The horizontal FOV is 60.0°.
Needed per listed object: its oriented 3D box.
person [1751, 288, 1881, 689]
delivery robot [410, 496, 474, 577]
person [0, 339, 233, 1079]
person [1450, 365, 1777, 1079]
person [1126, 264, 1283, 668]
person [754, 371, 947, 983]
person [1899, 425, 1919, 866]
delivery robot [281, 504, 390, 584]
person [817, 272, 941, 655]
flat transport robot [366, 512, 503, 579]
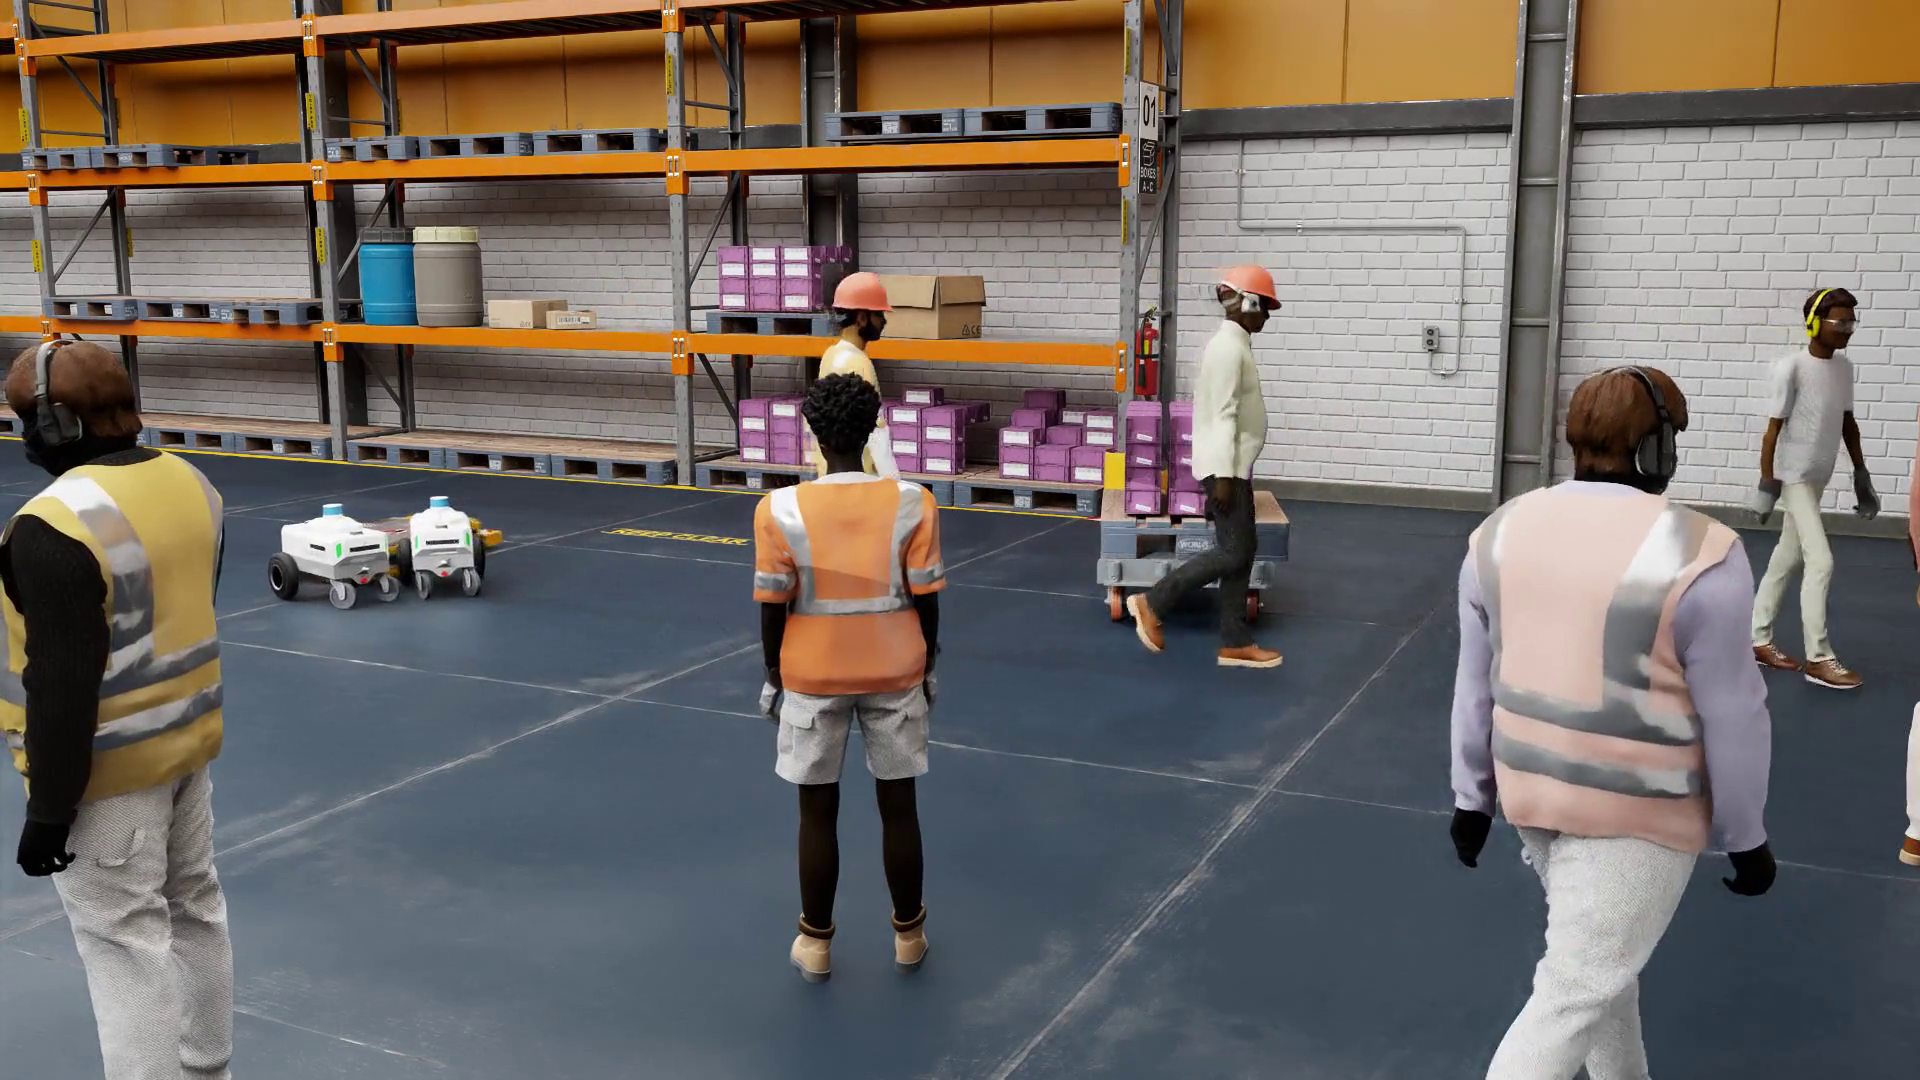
[{"bbox_3d":[4.077,-0.246,7.797,0.544,1.837,0.820,-7,12,-34],"label":"person"},{"bbox_3d":[-3.083,-0.015,9.883,0.477,0.478,0.707,-3,10,-18],"label":"delivery robot"},{"bbox_3d":[-1.829,0.490,3.598,0.429,1.838,0.621,0,10,2],"label":"person"},{"bbox_3d":[1.288,0.544,3.414,0.957,1.803,0.621,-5,11,-28],"label":"person"},{"bbox_3d":[1.224,-0.351,8.055,0.667,1.949,0.642,2,10,11],"label":"person"},{"bbox_3d":[-0.301,0.386,4.598,0.530,1.692,0.321,-2,10,-9],"label":"person"},{"bbox_3d":[3.310,0.116,5.274,0.375,1.997,0.612,-4,11,-24],"label":"person"},{"bbox_3d":[-3.604,0.035,9.589,0.707,0.478,0.477,9,13,41],"label":"delivery robot"},{"bbox_3d":[-0.363,-0.287,7.824,0.759,1.912,0.559,-2,10,-13],"label":"person"},{"bbox_3d":[-3.615,0.026,10.728,0.652,0.197,1.431,3,10,15],"label":"flat transport robot"}]
